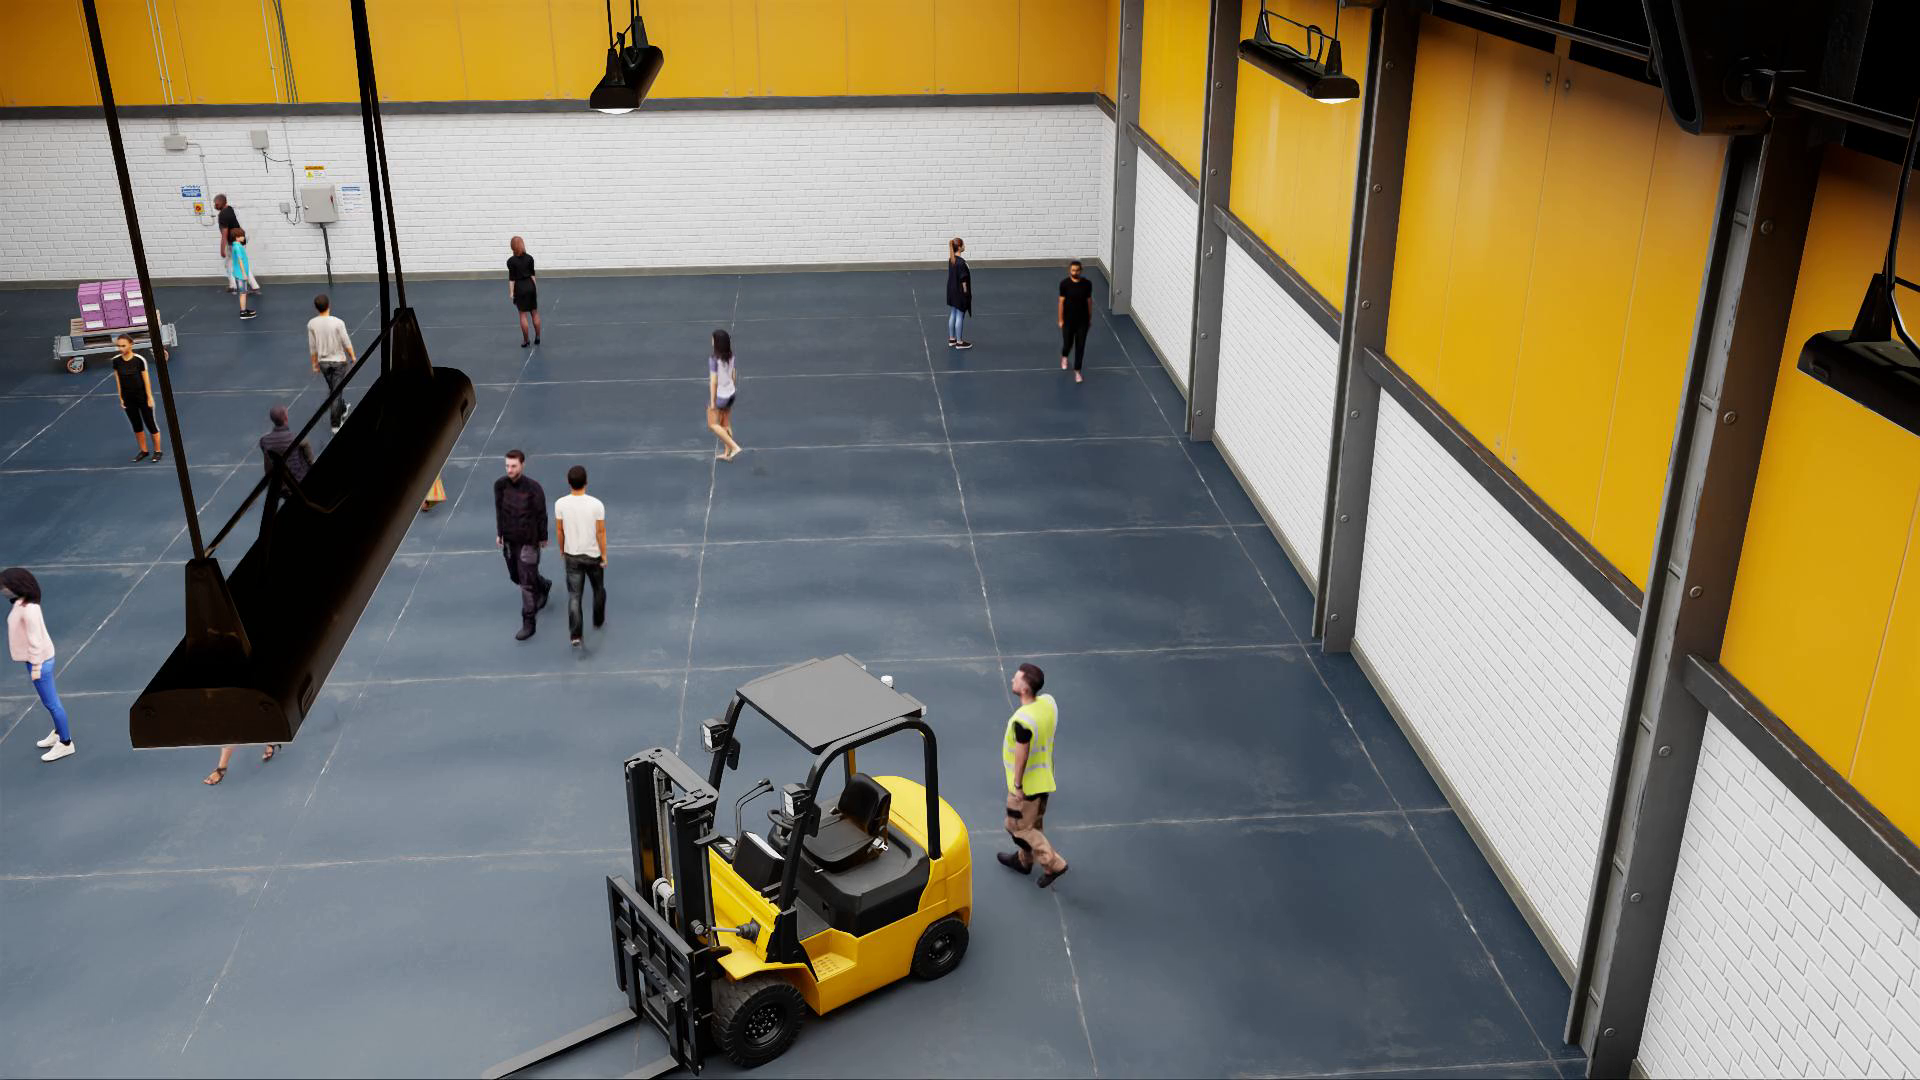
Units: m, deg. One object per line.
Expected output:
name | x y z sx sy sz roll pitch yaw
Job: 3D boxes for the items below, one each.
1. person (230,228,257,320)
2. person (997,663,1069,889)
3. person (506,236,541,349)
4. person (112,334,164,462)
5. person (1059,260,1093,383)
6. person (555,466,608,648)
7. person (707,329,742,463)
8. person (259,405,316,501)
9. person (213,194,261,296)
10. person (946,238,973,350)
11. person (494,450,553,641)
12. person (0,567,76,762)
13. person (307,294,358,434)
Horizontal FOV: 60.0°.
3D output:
person | -11.604 -4.311 26.805 0.642 1.444 0.535 -10 26 -22
person | 0.578 1.771 12.408 1.037 1.833 1.007 14 27 29
person | -6.605 -3.768 25.239 0.663 1.704 0.677 -17 29 -34
person | -10.269 -1.788 20.763 0.608 1.663 0.577 1 24 3
person | 1.640 -3.163 23.811 0.632 1.741 0.907 -3 24 -6
person | -3.677 0.185 16.108 0.647 1.775 1.078 -3 24 -7
person | -2.884 -1.750 20.602 0.837 1.722 0.782 14 27 29
person | -7.116 -0.507 17.660 0.923 1.800 1.256 5 24 12
person | -12.081 -4.933 27.849 0.897 1.748 0.911 -2 24 -5
person | -0.035 -3.754 25.232 0.765 1.684 0.630 -12 26 -25
person | -4.300 -0.017 16.434 1.008 1.884 1.254 8 25 18
person | -7.857 1.029 14.189 0.782 1.766 0.650 -14 27 -30
person | -8.227 -2.272 21.732 0.744 1.773 1.091 1 24 3
